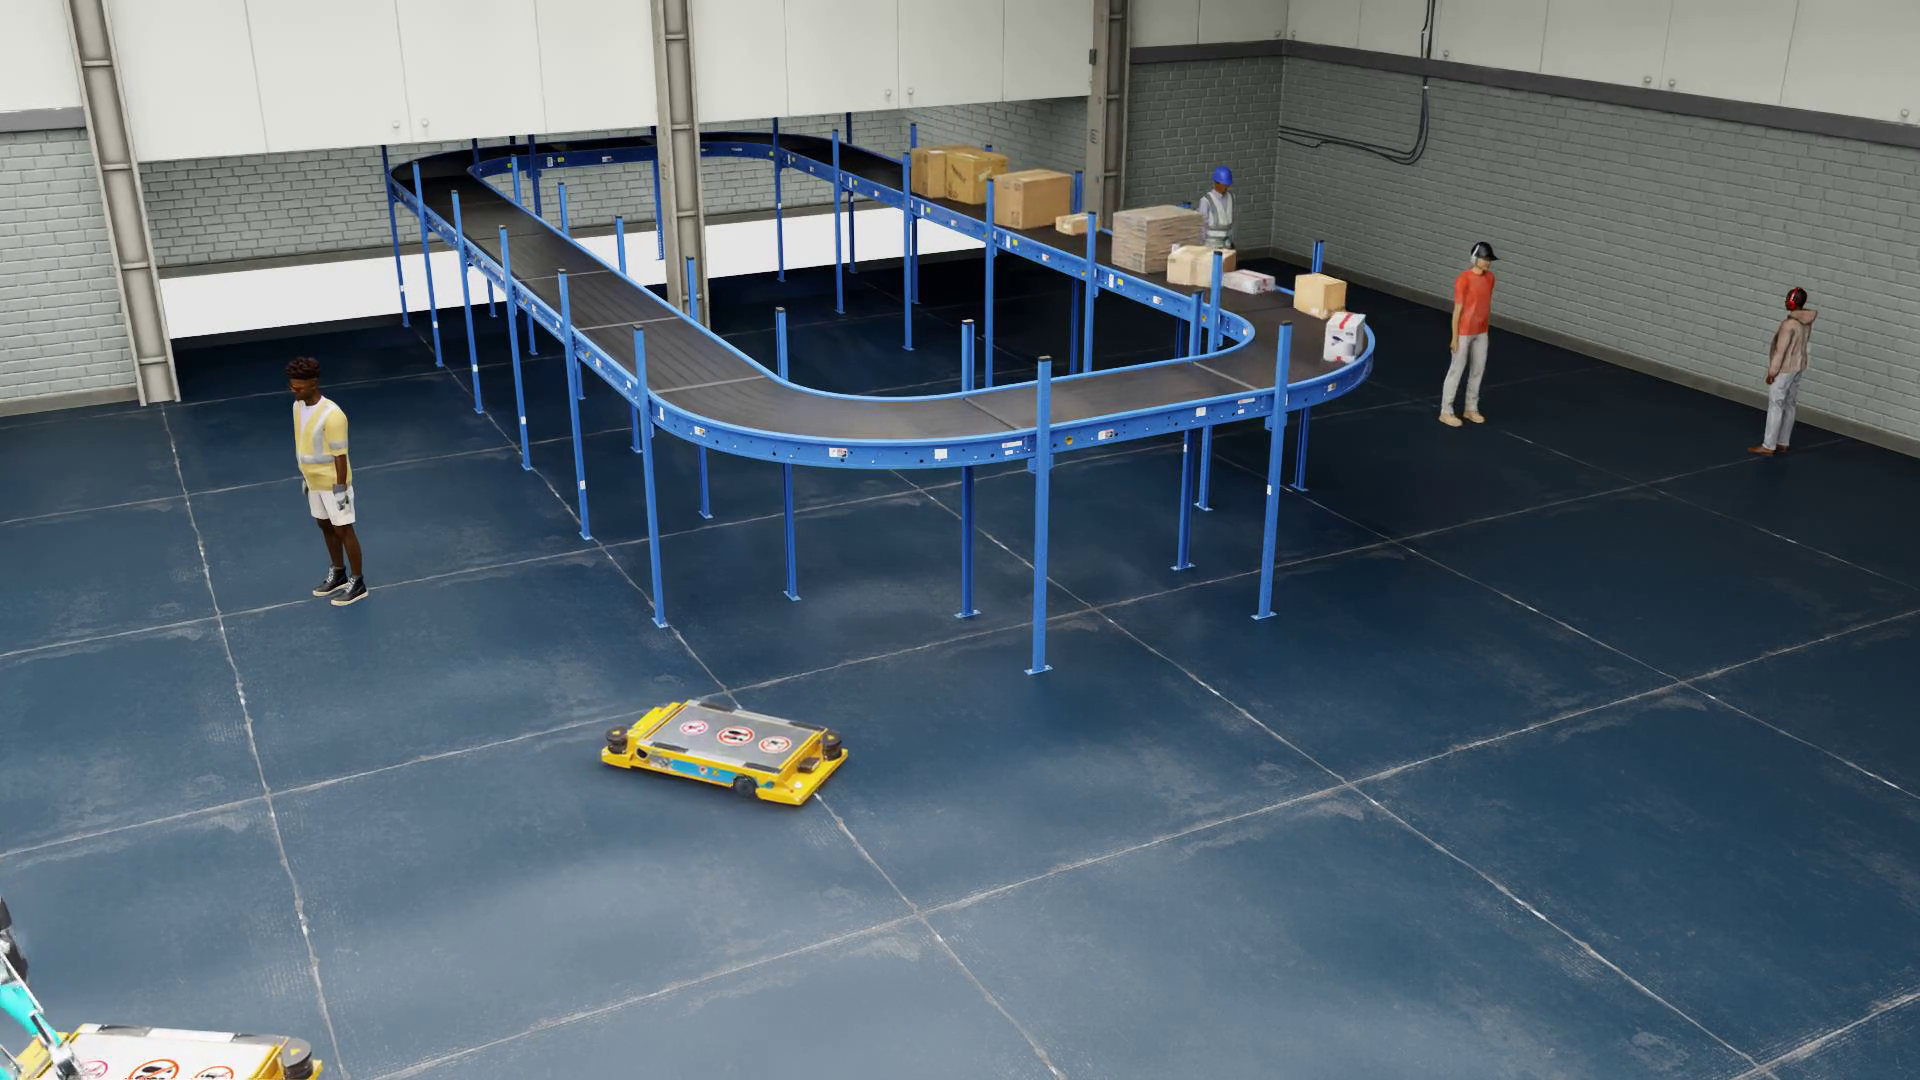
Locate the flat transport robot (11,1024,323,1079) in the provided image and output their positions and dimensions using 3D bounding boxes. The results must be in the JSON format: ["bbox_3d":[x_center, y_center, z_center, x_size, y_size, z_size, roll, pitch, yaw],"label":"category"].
[{"bbox_3d":[-3.755,2.535,7.609,1.431,0.231,0.659,2,22,5],"label":"flat transport robot"}]

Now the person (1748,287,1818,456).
[{"bbox_3d":[7.975,-1.620,16.040,0.464,1.647,0.317,-15,26,-32],"label":"person"}]

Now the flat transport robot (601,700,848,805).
[{"bbox_3d":[-1.498,1.330,10.587,1.431,0.231,0.659,9,24,21],"label":"flat transport robot"}]

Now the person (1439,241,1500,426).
[{"bbox_3d":[5.197,-2.081,16.845,0.480,1.901,0.426,-10,24,-23],"label":"person"}]

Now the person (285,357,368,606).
[{"bbox_3d":[-4.877,-0.466,12.779,0.602,1.959,0.372,18,28,37],"label":"person"}]

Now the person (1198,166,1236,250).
[{"bbox_3d":[3.221,-3.716,20.847,0.622,1.932,0.415,-17,28,-36],"label":"person"}]

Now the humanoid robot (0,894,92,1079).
[{"bbox_3d":[-4.086,1.972,7.115,1.016,1.733,0.574,11,24,24],"label":"humanoid robot"}]
